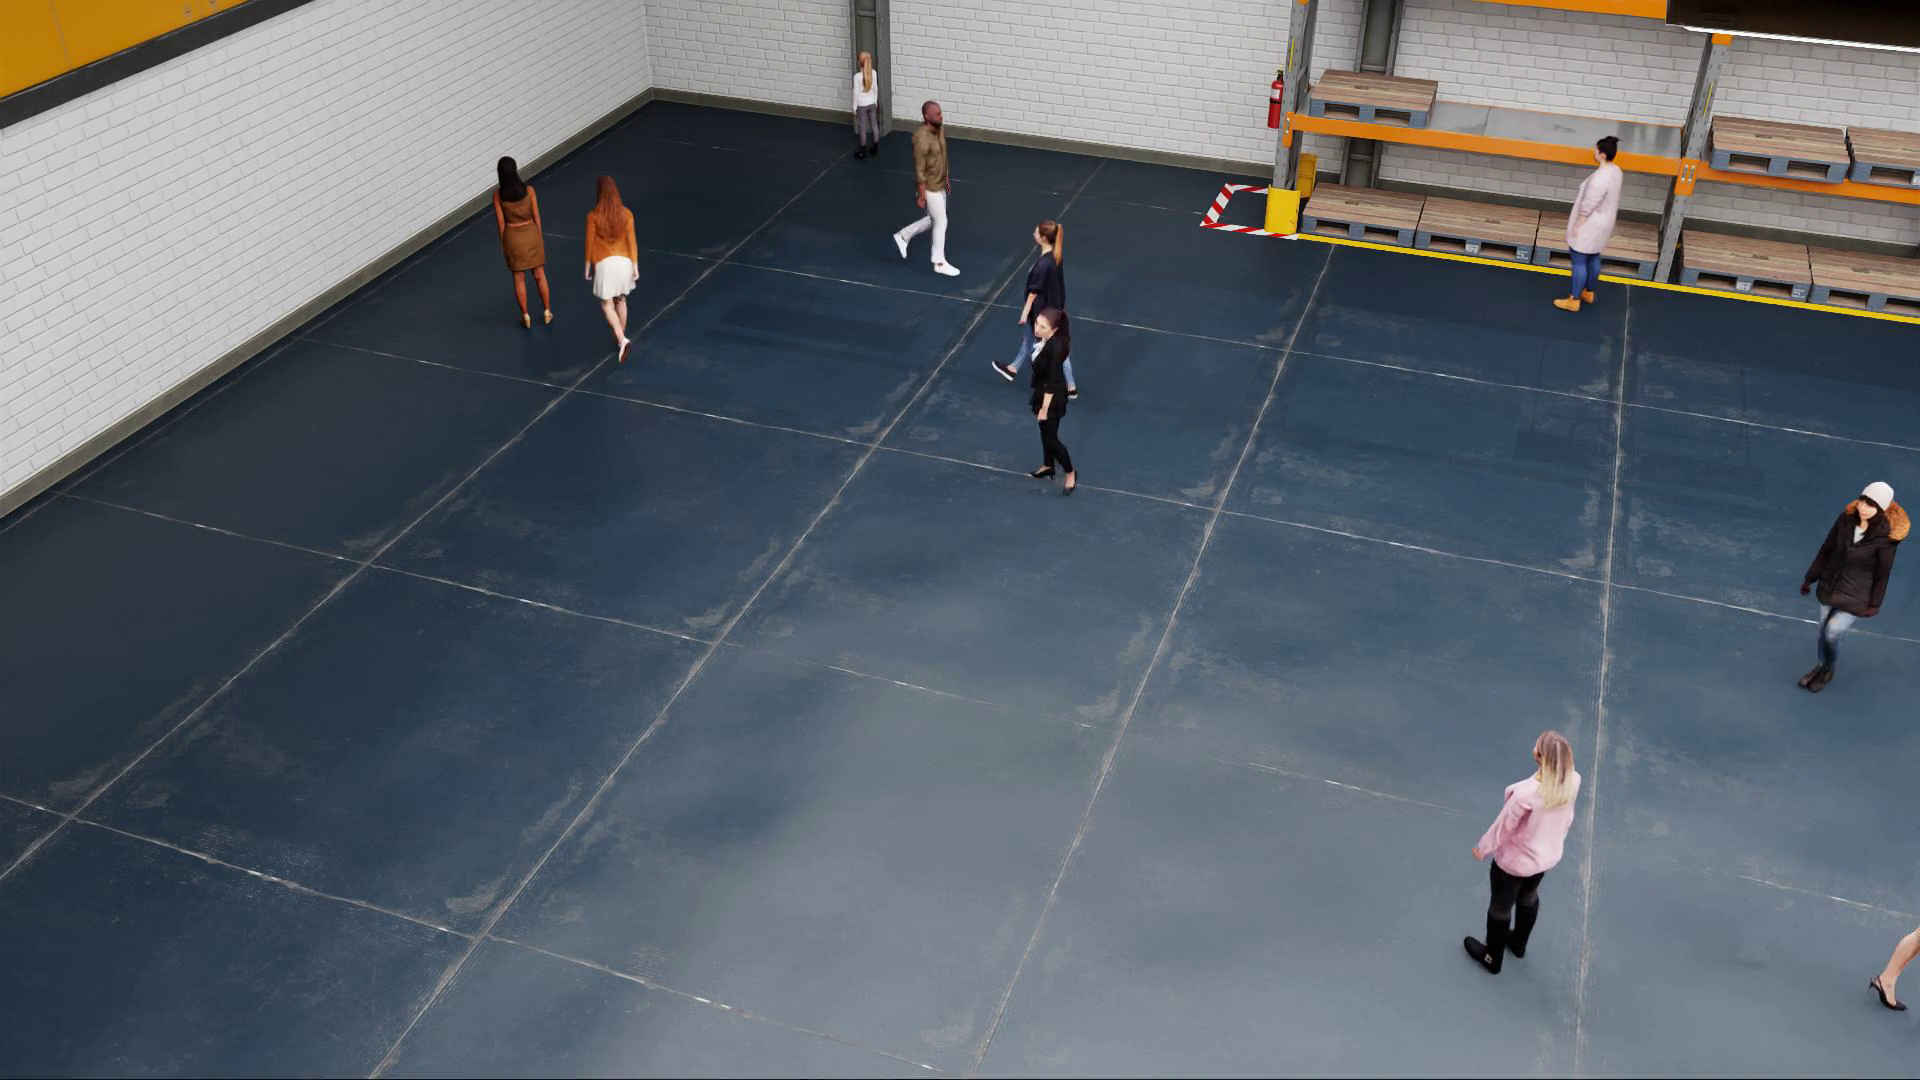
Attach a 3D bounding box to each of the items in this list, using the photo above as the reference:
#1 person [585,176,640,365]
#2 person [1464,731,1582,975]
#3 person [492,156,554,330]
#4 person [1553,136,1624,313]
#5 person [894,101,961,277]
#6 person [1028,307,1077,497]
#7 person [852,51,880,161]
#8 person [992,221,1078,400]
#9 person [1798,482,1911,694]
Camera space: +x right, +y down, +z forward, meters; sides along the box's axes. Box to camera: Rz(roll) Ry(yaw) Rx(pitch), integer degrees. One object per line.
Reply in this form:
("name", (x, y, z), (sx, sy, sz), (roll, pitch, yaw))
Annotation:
("person", (-3.155, -2.447, 15.242), (1.028, 1.688, 1.088), (-17, 37, -24))
("person", (3.076, 1.724, 8.970), (0.741, 1.685, 0.801), (-14, 36, -20))
("person", (-4.164, -2.825, 15.813), (0.626, 1.686, 0.693), (-13, 36, -18))
("person", (6.160, -3.079, 16.145), (0.784, 1.741, 0.794), (29, 43, 36))
("person", (-0.353, -3.566, 16.831), (0.977, 1.793, 0.720), (11, 35, 16))
("person", (0.736, -1.136, 13.309), (0.765, 1.645, 0.748), (4, 34, 6))
("person", (-1.110, -5.150, 19.679), (0.581, 1.279, 0.629), (-20, 38, -27))
("person", (0.842, -1.966, 14.561), (1.088, 1.640, 0.660), (14, 36, 20))
("person", (5.988, 0.308, 11.157), (0.811, 1.623, 0.747), (-16, 37, -23))
